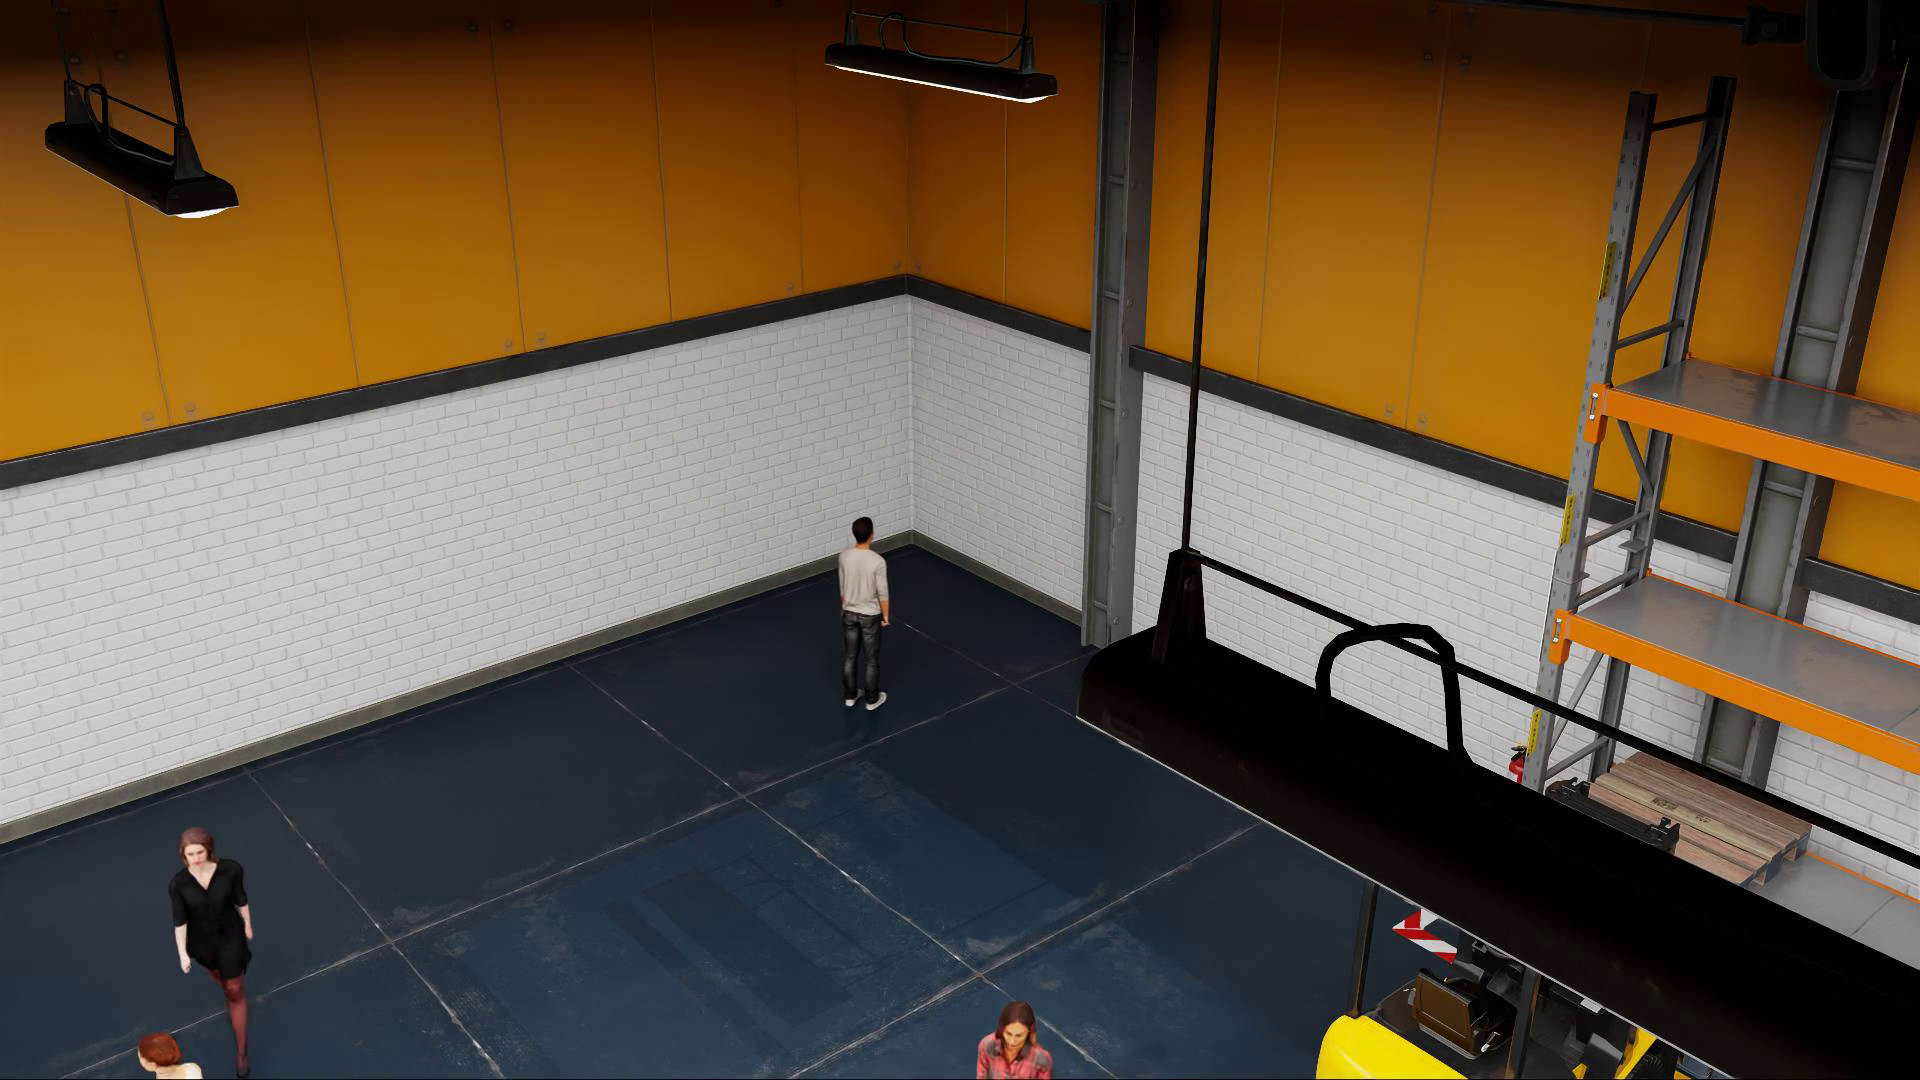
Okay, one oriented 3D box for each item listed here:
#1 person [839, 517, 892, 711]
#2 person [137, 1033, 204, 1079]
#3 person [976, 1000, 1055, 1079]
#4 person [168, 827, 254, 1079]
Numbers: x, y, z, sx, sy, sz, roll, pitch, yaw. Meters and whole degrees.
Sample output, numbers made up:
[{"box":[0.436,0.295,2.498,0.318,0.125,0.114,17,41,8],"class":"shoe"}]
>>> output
[{"box":[-0.873,0.653,14.788,0.634,1.808,0.767,9,25,20],"class":"person"},{"box":[-4.051,3.322,8.905,0.731,1.630,0.689,9,25,19],"class":"person"},{"box":[0.338,3.174,9.173,0.706,1.686,0.791,9,25,19],"class":"person"},{"box":[-4.775,2.535,10.681,0.837,1.649,1.171,-9,25,-19],"class":"person"}]
